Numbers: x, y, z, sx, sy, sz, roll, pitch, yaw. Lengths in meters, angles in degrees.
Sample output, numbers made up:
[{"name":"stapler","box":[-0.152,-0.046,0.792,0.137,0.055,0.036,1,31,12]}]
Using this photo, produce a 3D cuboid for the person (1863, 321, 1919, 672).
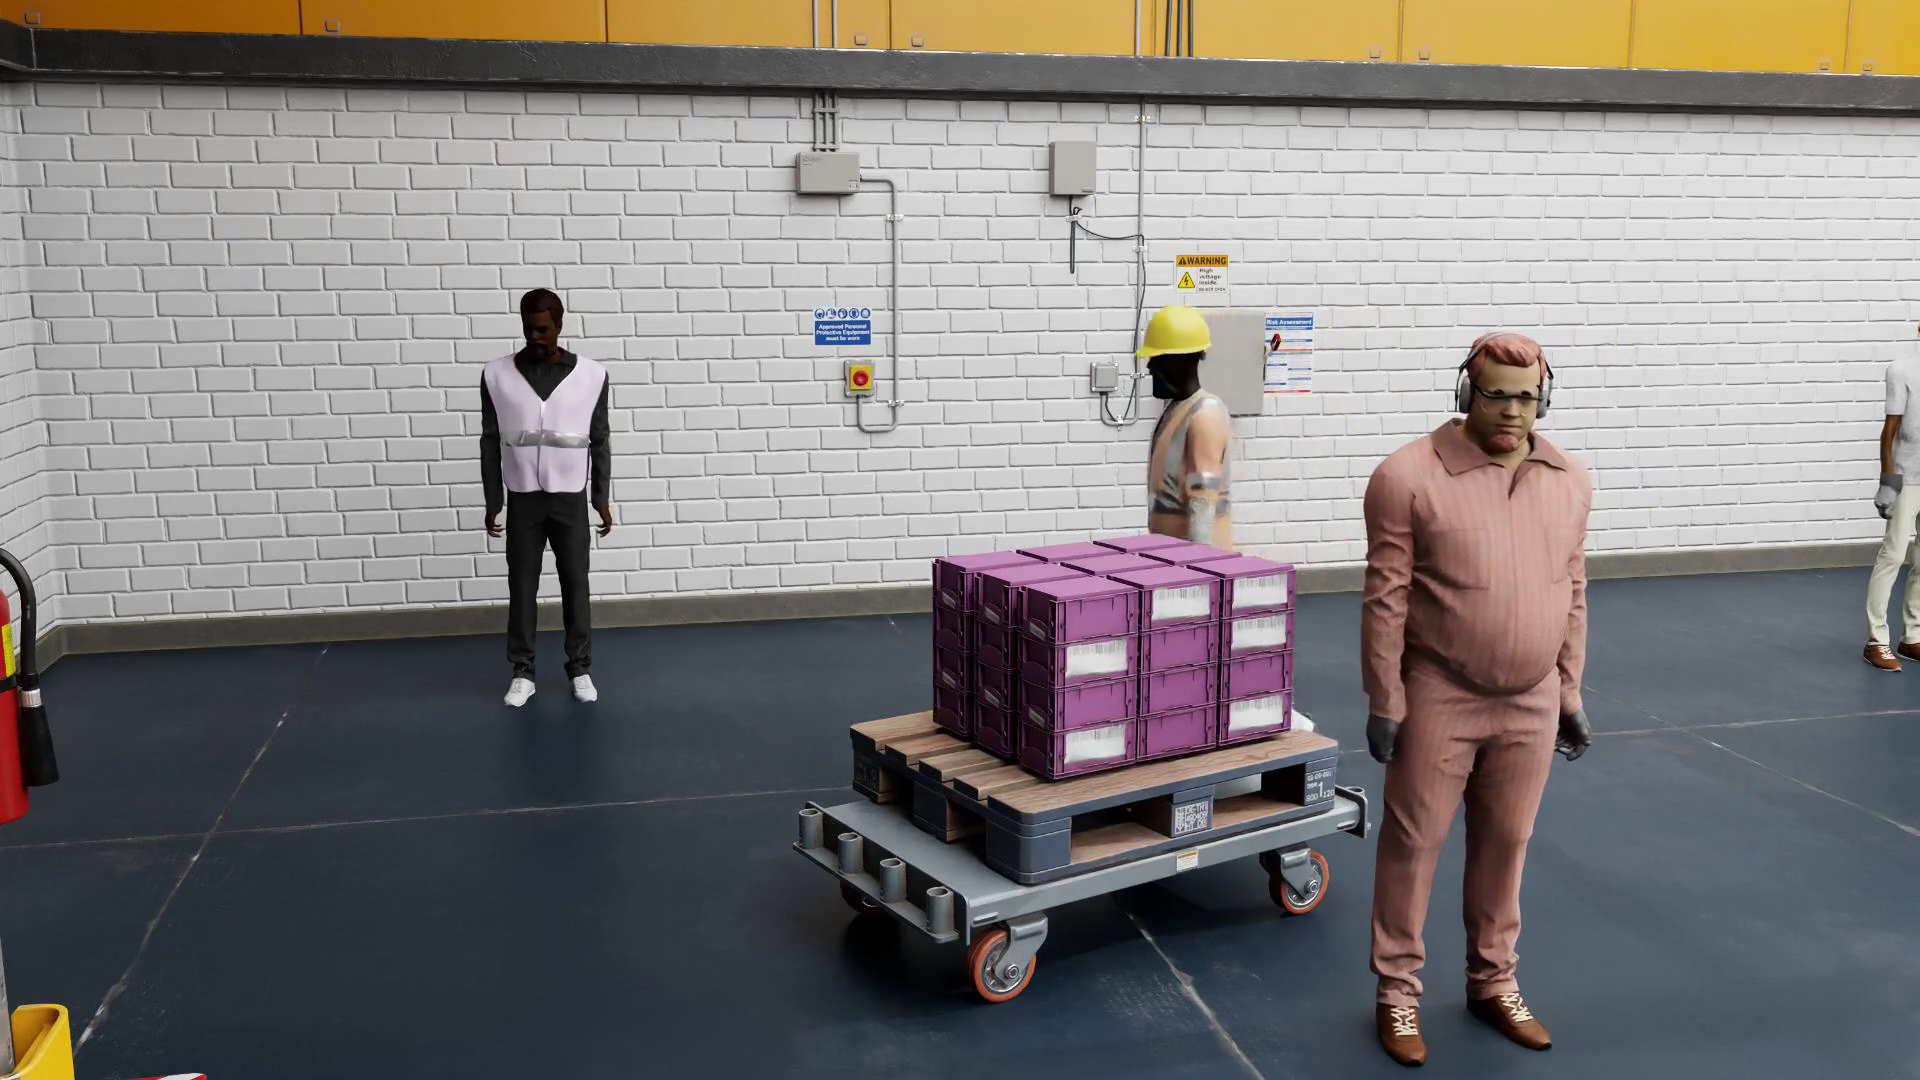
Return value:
[{"name":"person","box":[4.793,-0.277,8.259,0.518,1.865,0.326,-2,10,-12]}]

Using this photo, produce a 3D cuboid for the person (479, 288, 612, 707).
[{"name":"person","box":[-1.899,-0.196,7.669,0.587,1.914,0.390,-2,10,-12]}]

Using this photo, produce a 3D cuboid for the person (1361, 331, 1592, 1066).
[{"name":"person","box":[1.355,0.414,4.330,0.636,1.902,0.406,-2,10,-12]}]

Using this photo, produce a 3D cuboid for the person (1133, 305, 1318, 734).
[{"name":"person","box":[0.937,0.041,6.428,0.881,1.892,0.586,-1,10,-6]}]
